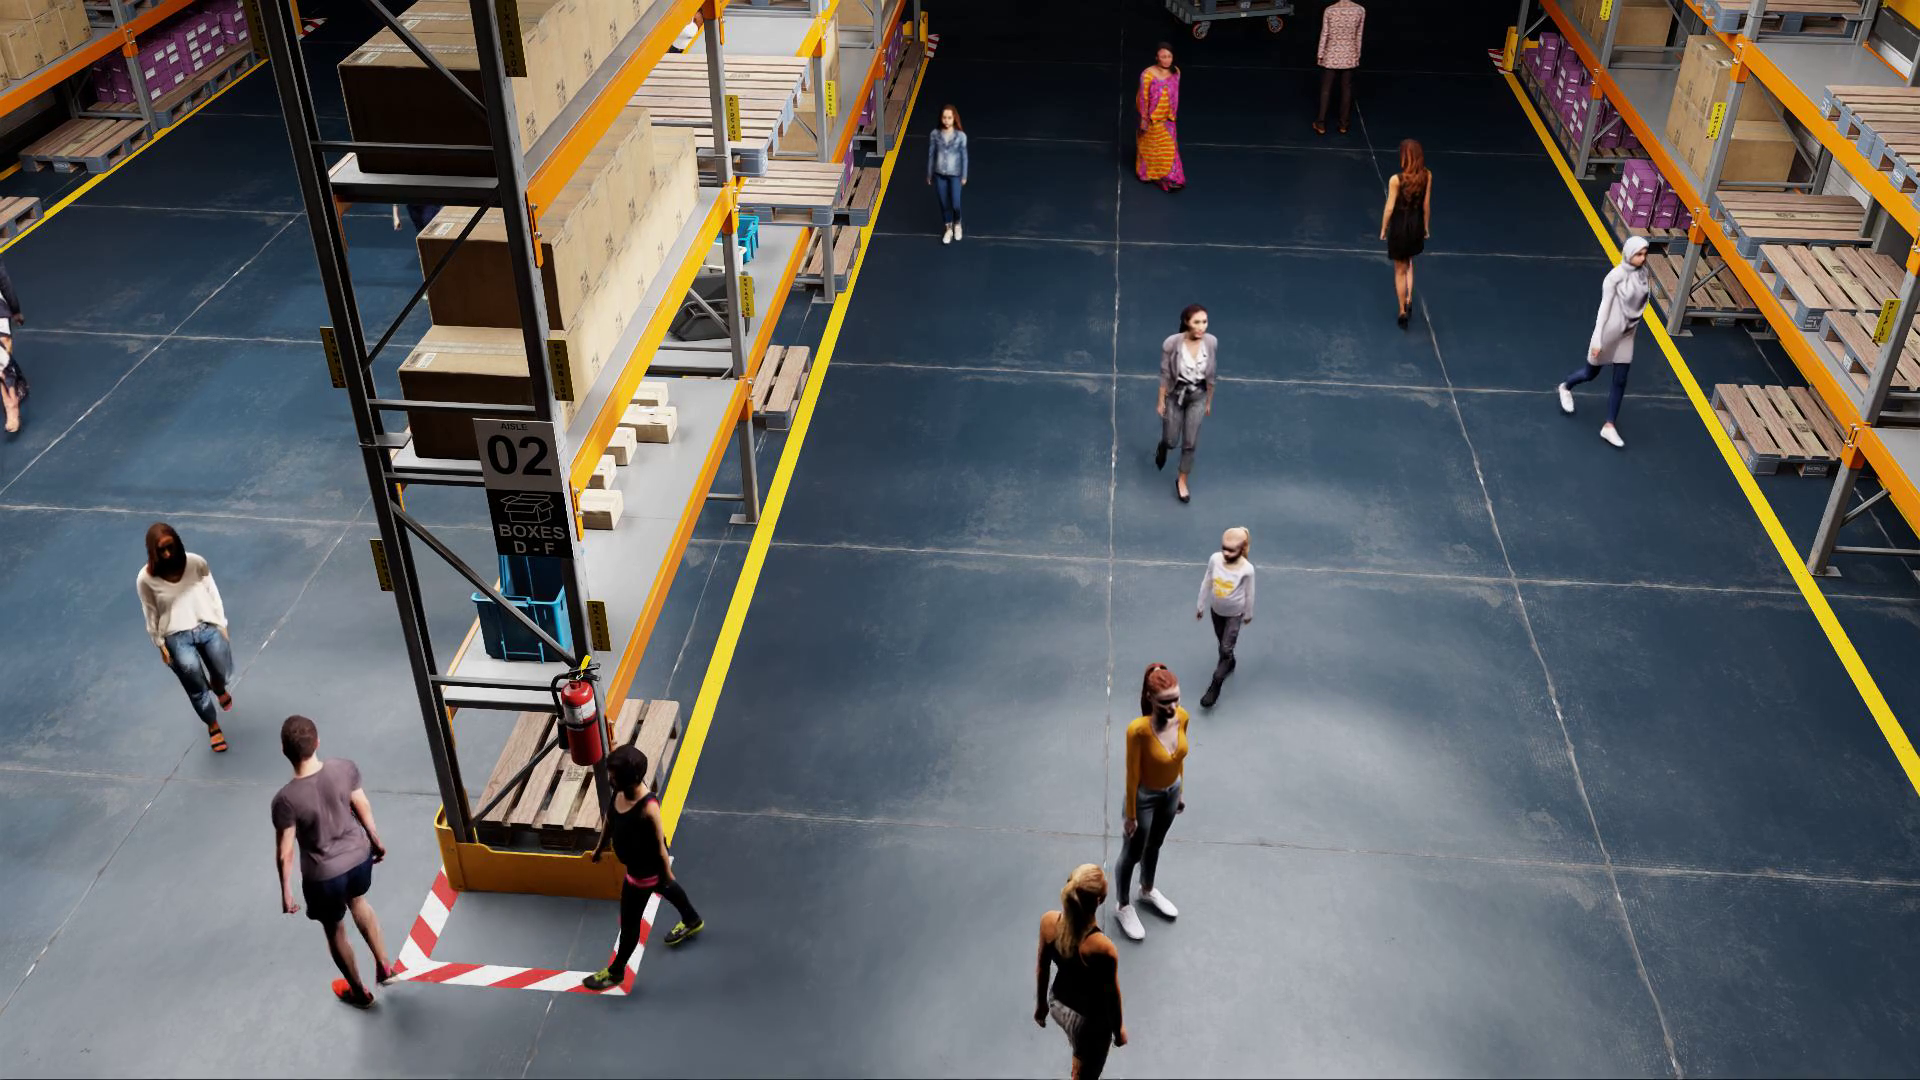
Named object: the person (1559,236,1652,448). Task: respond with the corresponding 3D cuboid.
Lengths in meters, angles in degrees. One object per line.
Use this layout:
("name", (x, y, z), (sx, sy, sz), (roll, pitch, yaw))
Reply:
("person", (5.380, -1.708, 13.849), (0.902, 1.747, 1.176), (-9, 35, -14))

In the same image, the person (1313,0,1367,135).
("person", (4.556, -5.777, 19.920), (0.667, 1.803, 0.576), (2, 34, 3))

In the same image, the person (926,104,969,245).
("person", (-0.109, -3.819, 17.280), (0.595, 1.466, 0.571), (7, 34, 11))

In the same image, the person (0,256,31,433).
("person", (-8.228, -1.916, 14.073), (0.937, 1.846, 1.272), (-7, 34, -10))

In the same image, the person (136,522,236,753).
("person", (-4.880, 0.565, 10.501), (0.799, 1.668, 0.864), (-20, 39, -27))

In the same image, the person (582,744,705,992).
("person", (-1.648, 1.677, 8.966), (0.980, 1.515, 0.995), (-19, 38, -26))

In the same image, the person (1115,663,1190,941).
("person", (1.049, 1.416, 9.147), (0.687, 1.751, 0.735), (-21, 39, -28))

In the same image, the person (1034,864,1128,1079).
("person", (0.506, 2.279, 7.788), (1.161, 1.817, 1.067), (-27, 42, -35))

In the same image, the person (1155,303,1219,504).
("person", (1.733, -1.115, 13.033), (0.721, 1.663, 0.852), (-5, 34, -8))

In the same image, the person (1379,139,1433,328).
("person", (4.155, -2.778, 15.396), (0.691, 1.817, 0.714), (-5, 34, -7))

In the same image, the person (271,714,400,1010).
("person", (-3.178, 1.716, 8.615), (0.960, 1.839, 0.871), (21, 39, 28))

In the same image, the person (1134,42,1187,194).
("person", (2.182, -4.746, 18.511), (0.928, 1.646, 1.212), (-10, 35, -15))

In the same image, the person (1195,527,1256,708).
("person", (1.812, 0.430, 11.074), (0.745, 1.258, 0.880), (24, 41, 32))
